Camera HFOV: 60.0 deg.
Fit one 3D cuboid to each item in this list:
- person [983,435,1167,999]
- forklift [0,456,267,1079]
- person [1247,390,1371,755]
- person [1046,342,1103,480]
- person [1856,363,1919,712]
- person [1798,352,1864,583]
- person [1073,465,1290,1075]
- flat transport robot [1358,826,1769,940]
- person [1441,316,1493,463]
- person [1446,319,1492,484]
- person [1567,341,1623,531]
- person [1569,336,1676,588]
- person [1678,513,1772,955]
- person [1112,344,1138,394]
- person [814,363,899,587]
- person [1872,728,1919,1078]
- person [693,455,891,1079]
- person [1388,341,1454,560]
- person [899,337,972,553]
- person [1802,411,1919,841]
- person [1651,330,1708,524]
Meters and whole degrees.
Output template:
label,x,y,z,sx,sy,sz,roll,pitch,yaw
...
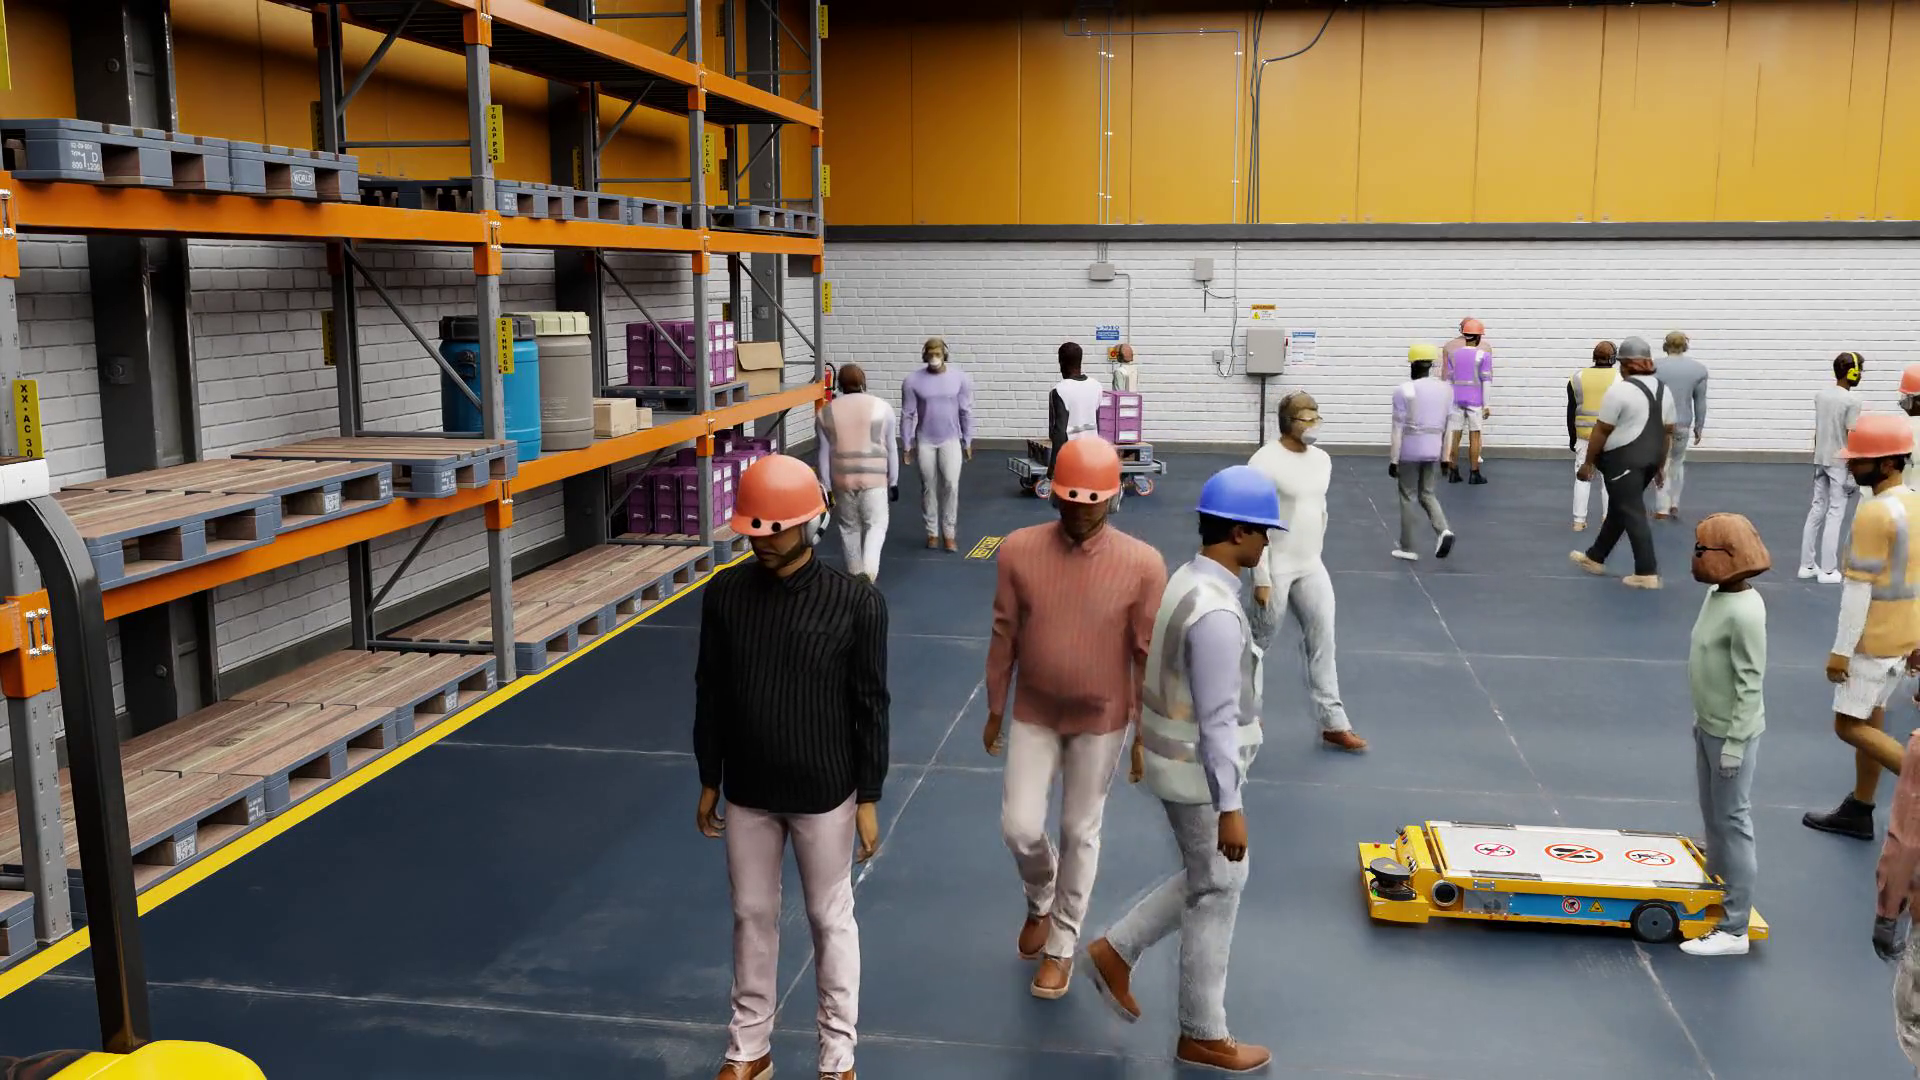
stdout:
label,x,y,z,sx,sy,sz,roll,pitch,yaw
person,0.380,0.609,5.709,0.638,1.966,0.481,2,9,14
forklift,-2.328,0.975,2.765,2.313,2.155,1.214,1,9,9
person,1.736,0.144,8.837,0.644,1.910,0.884,-6,11,-35
person,0.964,-0.698,13.947,0.392,1.914,0.588,8,12,40
person,5.393,-0.006,9.421,0.613,1.997,0.374,2,9,11
person,7.039,-0.582,13.393,0.310,1.865,0.538,-2,9,-11
person,0.713,0.724,5.175,0.608,1.921,0.633,1,9,4
flat transport robot,2.325,1.321,6.541,1.431,0.197,0.652,1,9,9
person,6.600,-1.949,21.668,0.641,1.913,0.408,3,10,20
person,5.993,-1.624,19.584,0.548,1.937,0.379,9,13,42
person,6.131,-0.982,15.922,0.625,1.844,0.429,7,11,35
person,5.331,-0.669,13.376,0.682,2.000,1.023,-6,11,-31
person,2.795,0.711,6.120,0.287,1.631,0.501,2,9,11
person,1.977,-1.533,19.945,0.311,1.636,0.522,6,11,31
person,-0.783,-0.422,12.564,0.636,1.821,0.682,1,9,4
person,2.685,1.009,4.333,0.531,1.619,0.657,0,9,1
person,-0.510,0.732,4.903,0.611,1.985,0.393,3,10,17
person,3.966,-0.746,14.266,0.587,1.910,0.573,-3,10,-19
person,-0.213,-0.831,14.780,0.658,1.907,0.830,0,9,-1
person,3.983,0.415,7.058,0.569,1.921,0.663,-8,12,-42
person,7.087,-1.140,16.693,0.654,1.911,0.793,1,9,6
